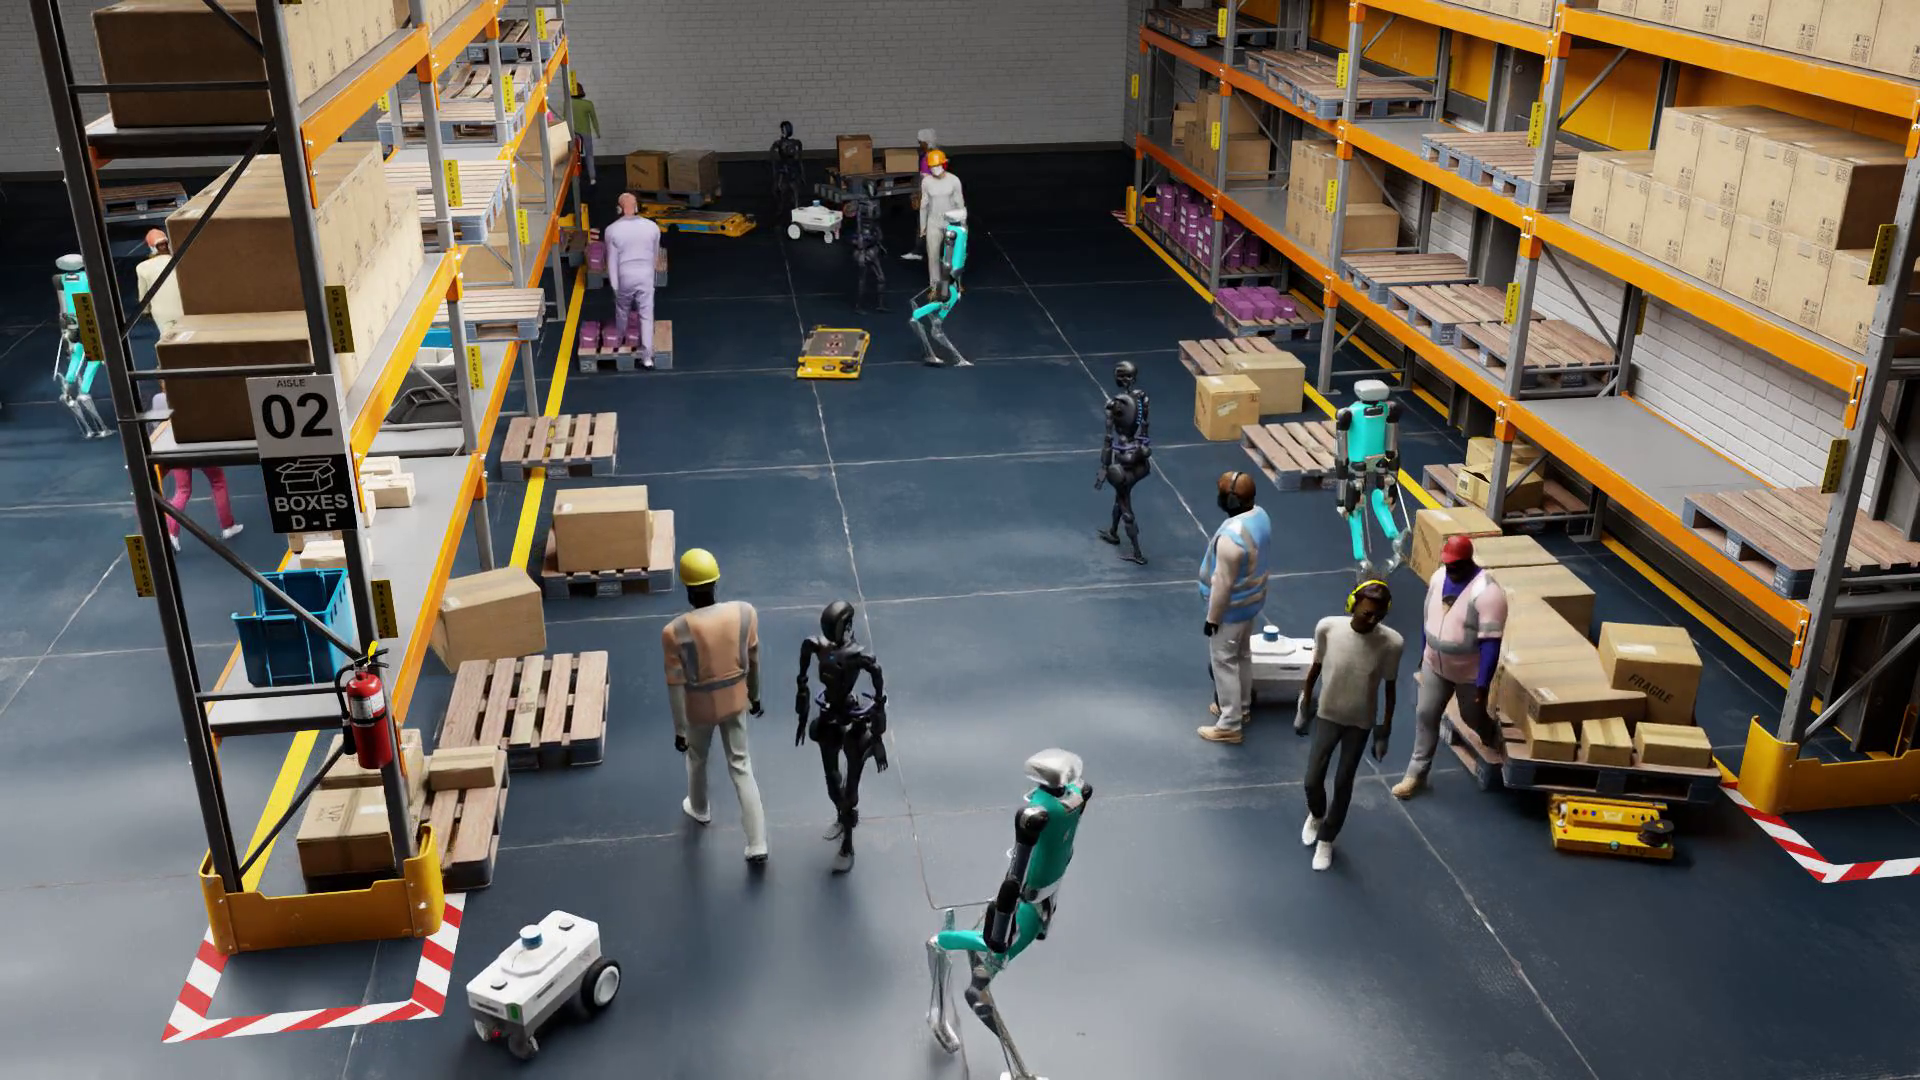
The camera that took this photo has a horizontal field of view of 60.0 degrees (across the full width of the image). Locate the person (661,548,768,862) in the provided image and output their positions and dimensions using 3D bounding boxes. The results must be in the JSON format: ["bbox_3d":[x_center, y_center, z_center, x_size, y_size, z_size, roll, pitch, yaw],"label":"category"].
[{"bbox_3d":[-1.390,0.942,9.534,0.596,1.875,0.964,-13,27,-27],"label":"person"}]

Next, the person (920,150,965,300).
[{"bbox_3d":[-0.215,-3.956,20.742,0.580,1.856,0.687,2,24,5],"label":"person"}]

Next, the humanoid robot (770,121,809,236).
[{"bbox_3d":[-2.487,-5.180,23.781,0.590,1.638,0.686,-19,30,-37],"label":"humanoid robot"}]

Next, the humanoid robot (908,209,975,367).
[{"bbox_3d":[-0.259,-2.697,18.017,0.788,1.791,0.559,7,25,16],"label":"humanoid robot"}]

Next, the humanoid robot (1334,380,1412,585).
[{"bbox_3d":[3.128,-0.208,12.465,0.542,1.900,0.730,-8,25,-17],"label":"humanoid robot"}]

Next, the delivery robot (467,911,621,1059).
[{"bbox_3d":[-2.120,2.189,8.326,0.525,0.587,0.741,11,26,24],"label":"delivery robot"}]

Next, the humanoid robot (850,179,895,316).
[{"bbox_3d":[-1.080,-3.501,19.910,0.565,1.646,0.603,11,26,23],"label":"humanoid robot"}]

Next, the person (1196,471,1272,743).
[{"bbox_3d":[1.759,0.422,10.784,0.431,1.834,0.628,11,26,24],"label":"person"}]

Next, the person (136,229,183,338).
[{"bbox_3d":[-8.218,-2.389,17.343,0.549,1.690,0.864,-13,27,-27],"label":"person"}]

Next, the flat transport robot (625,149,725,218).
[{"bbox_3d":[-4.289,-5.114,25.328,0.659,0.231,1.431,6,24,14],"label":"flat transport robot"}]

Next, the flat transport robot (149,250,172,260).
[{"bbox_3d":[-10.314,-3.809,22.356,0.659,0.231,1.431,4,24,10],"label":"flat transport robot"}]

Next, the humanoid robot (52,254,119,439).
[{"bbox_3d":[-8.495,-1.810,15.962,0.553,1.752,0.760,6,24,13],"label":"humanoid robot"}]

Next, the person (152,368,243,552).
[{"bbox_3d":[-6.271,-0.687,13.580,0.539,1.615,0.688,-1,24,-1],"label":"person"}]

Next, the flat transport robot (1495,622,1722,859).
[{"bbox_3d":[3.938,1.480,10.307,0.659,0.231,1.431,4,24,9],"label":"flat transport robot"}]

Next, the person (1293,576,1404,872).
[{"bbox_3d":[2.152,1.039,9.347,0.556,1.846,0.402,8,25,18],"label":"person"}]

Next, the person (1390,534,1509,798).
[{"bbox_3d":[3.088,0.748,10.194,0.821,1.722,0.624,-18,30,-36],"label":"person"}]

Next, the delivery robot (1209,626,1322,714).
[{"bbox_3d":[2.061,0.884,11.330,0.784,0.612,0.525,1,24,2],"label":"delivery robot"}]

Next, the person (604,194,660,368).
[{"bbox_3d":[-3.578,-2.868,18.250,0.624,1.844,1.052,-8,25,-18],"label":"person"}]

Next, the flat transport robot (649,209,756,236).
[{"bbox_3d":[-3.754,-4.605,24.169,1.431,0.231,0.659,6,24,13],"label":"flat transport robot"}]

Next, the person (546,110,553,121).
[{"bbox_3d":[-6.406,-5.838,25.040,0.617,1.836,0.432,-1,24,-3],"label":"person"}]

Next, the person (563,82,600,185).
[{"bbox_3d":[-6.139,-6.593,27.010,0.525,1.624,0.283,-2,24,-5],"label":"person"}]

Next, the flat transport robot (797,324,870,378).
[{"bbox_3d":[-1.391,-2.087,18.432,0.659,0.231,1.431,1,24,2],"label":"flat transport robot"}]

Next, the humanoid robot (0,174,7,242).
[{"bbox_3d":[-13.621,-4.884,23.115,0.586,1.630,0.785,-13,27,-26],"label":"humanoid robot"}]

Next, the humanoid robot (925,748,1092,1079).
[{"bbox_3d":[0.099,1.733,7.929,0.952,1.754,0.607,12,26,25],"label":"humanoid robot"}]

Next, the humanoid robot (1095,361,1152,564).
[{"bbox_3d":[1.302,-0.648,13.424,0.644,1.635,0.616,20,31,38],"label":"humanoid robot"}]

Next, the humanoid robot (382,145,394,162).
[{"bbox_3d":[-7.671,-4.700,22.638,0.584,1.648,0.332,0,24,0],"label":"humanoid robot"}]

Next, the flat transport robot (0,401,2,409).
[{"bbox_3d":[-10.176,-1.232,16.485,0.659,0.231,1.431,-14,27,-28],"label":"flat transport robot"}]

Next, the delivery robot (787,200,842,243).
[{"bbox_3d":[-2.056,-4.518,23.636,0.782,0.611,0.520,12,26,25],"label":"delivery robot"}]

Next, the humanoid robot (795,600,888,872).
[{"bbox_3d":[-0.678,1.061,9.523,0.613,1.635,0.468,11,26,23],"label":"humanoid robot"}]

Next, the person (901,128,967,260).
[{"bbox_3d":[-0.328,-4.588,22.223,0.926,1.803,0.501,5,24,12],"label":"person"}]
